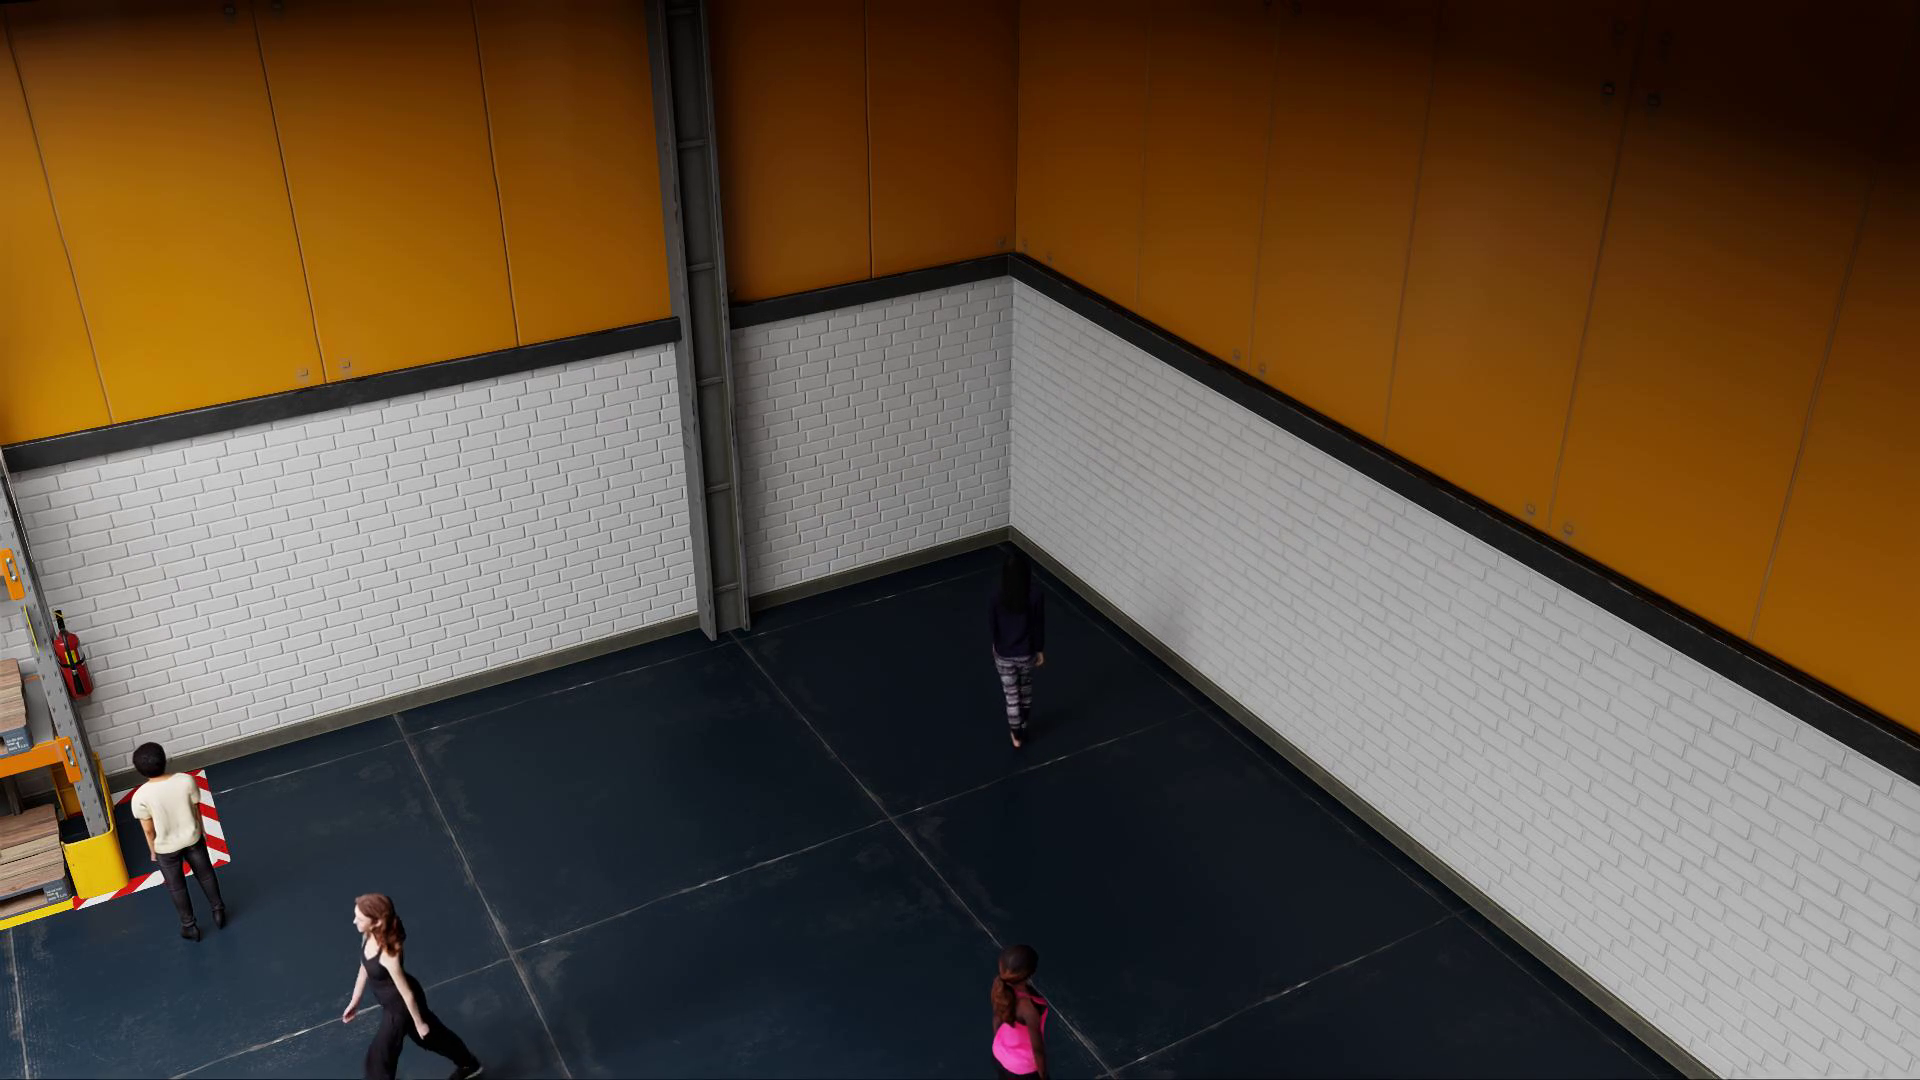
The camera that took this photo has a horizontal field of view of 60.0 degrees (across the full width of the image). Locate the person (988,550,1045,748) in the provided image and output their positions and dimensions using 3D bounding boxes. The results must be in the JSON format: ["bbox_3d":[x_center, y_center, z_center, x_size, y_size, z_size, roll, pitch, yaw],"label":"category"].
[{"bbox_3d":[0.449,0.923,13.389,0.723,1.717,0.789,-2,29,-4],"label":"person"}]

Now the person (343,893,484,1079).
[{"bbox_3d":[-3.285,2.769,10.020,1.130,1.701,0.627,-18,33,-29],"label":"person"}]

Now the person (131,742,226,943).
[{"bbox_3d":[-5.376,2.069,11.423,0.502,1.588,0.699,-26,38,-38],"label":"person"}]

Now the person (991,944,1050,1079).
[{"bbox_3d":[0.292,3.011,9.554,0.683,1.725,0.564,-17,33,-28],"label":"person"}]
